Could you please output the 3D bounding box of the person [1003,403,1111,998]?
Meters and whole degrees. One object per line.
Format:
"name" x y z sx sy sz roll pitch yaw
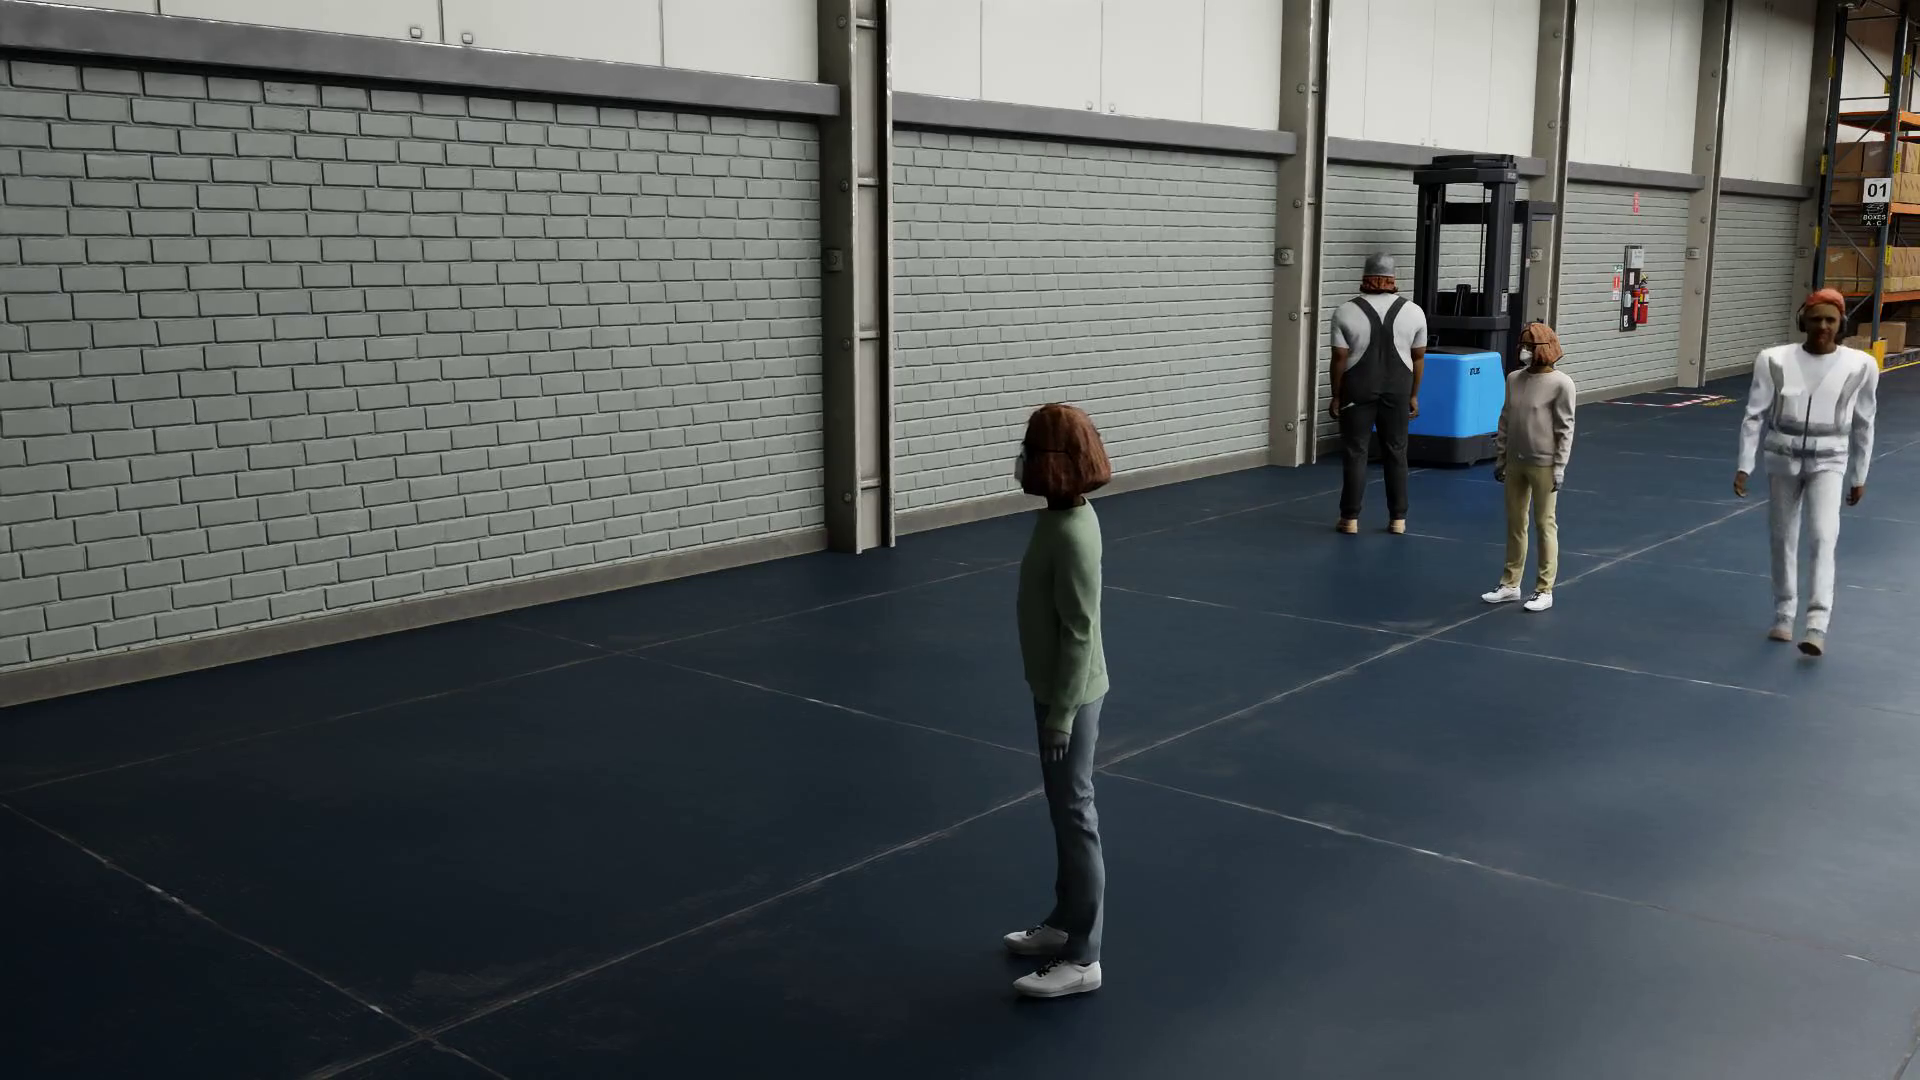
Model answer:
"person" 0.270 0.438 4.614 0.279 1.636 0.498 0 10 -1

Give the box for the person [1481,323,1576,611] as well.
"person" 3.266 -0.422 9.518 0.282 1.633 0.498 -6 11 -30

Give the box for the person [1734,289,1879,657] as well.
"person" 4.288 -0.341 8.474 0.599 1.841 0.950 6 12 32

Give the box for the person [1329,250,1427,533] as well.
"person" 2.999 -1.056 12.092 0.683 2.000 0.536 1 10 3

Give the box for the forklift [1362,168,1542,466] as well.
"forklift" 4.875 -2.212 16.287 1.129 2.768 1.873 8 13 40
